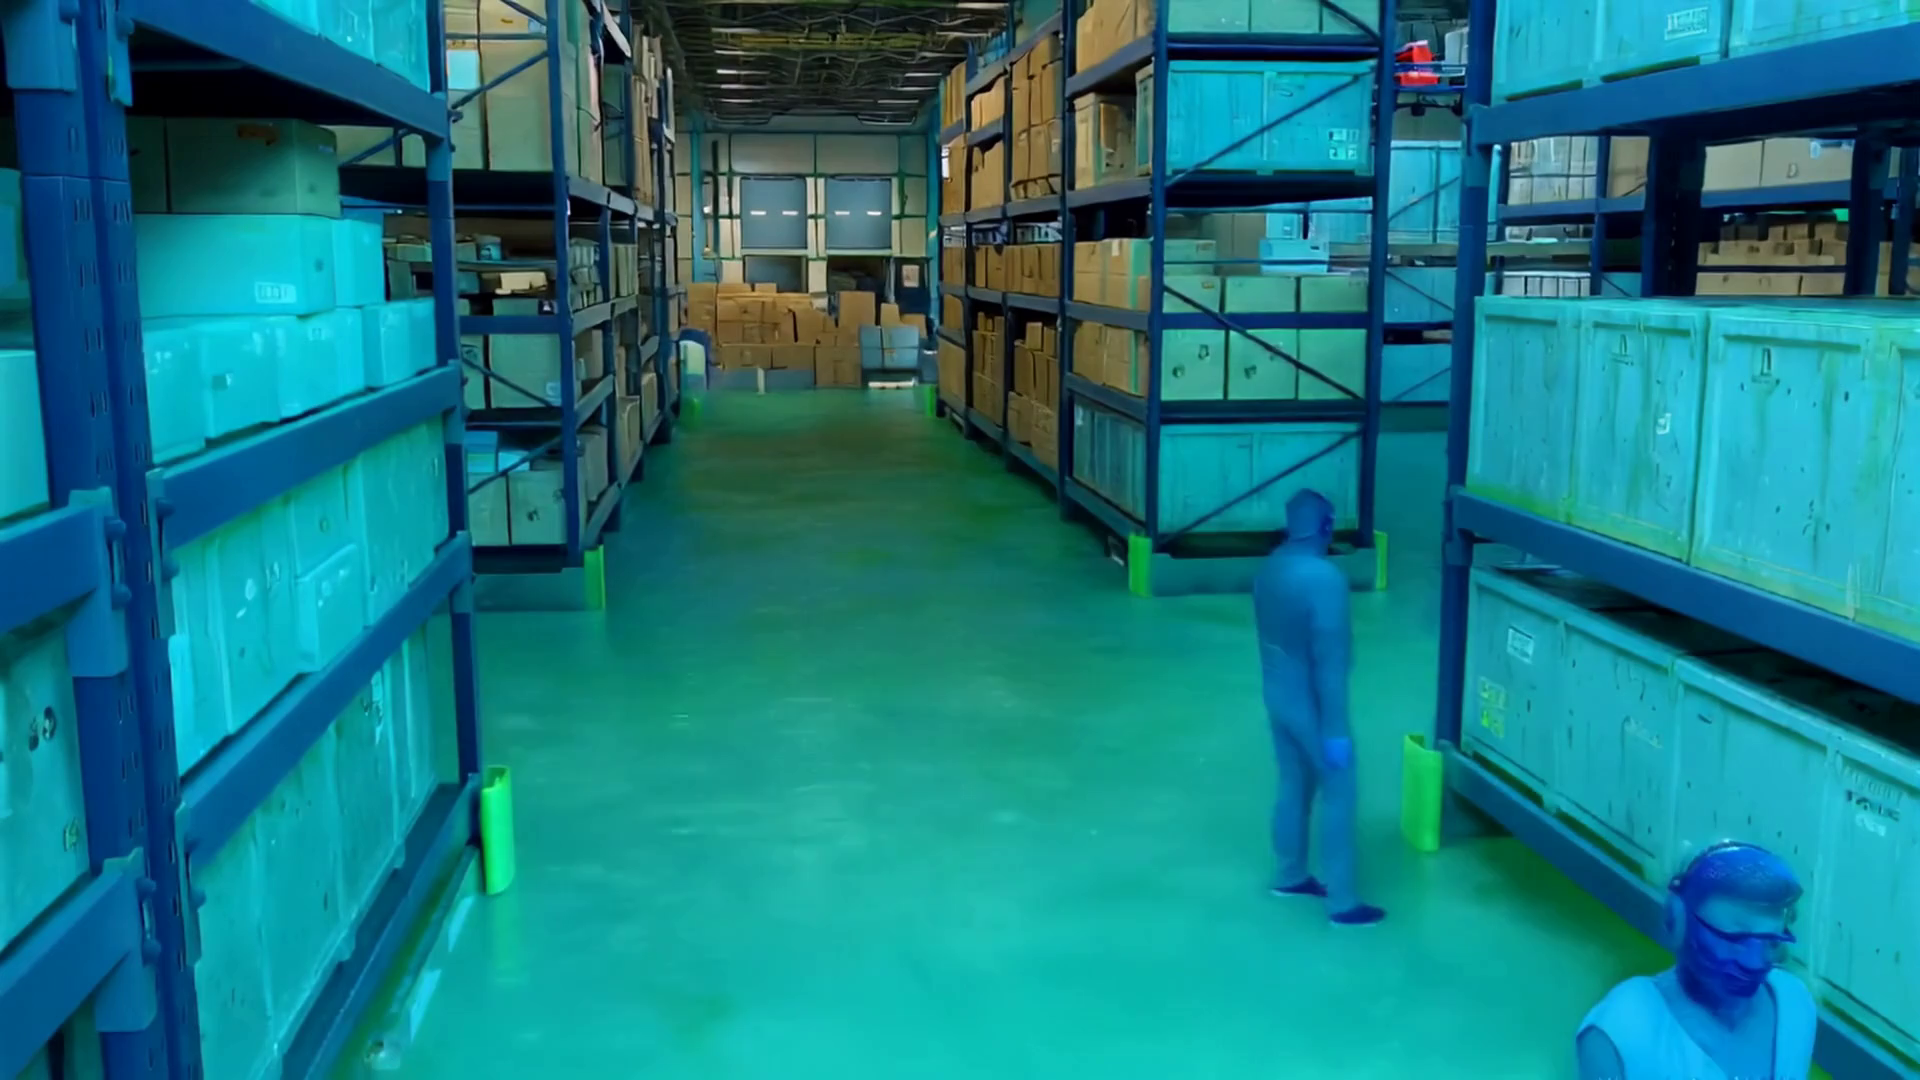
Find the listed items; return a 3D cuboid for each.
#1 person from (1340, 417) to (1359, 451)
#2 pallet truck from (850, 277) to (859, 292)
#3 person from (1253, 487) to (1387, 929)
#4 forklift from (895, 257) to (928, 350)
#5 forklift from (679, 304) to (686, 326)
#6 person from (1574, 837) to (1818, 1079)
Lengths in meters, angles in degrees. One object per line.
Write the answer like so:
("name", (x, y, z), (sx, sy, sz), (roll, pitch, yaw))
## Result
("person", (4.134, -1.072, 18.261), (0.537, 1.692, 0.319), (9, 13, 41))
("pallet truck", (-3.782, -9.391, 65.808), (1.885, 1.965, 0.823), (2, 10, 10))
("person", (1.564, 0.714, 7.292), (0.447, 1.897, 0.658), (-3, 10, -17))
("forklift", (-1.494, -7.211, 50.544), (1.129, 2.768, 1.873), (1, 10, 7))
("forklift", (-10.933, -8.849, 60.085), (1.873, 2.768, 1.129), (0, 10, 0))
("person", (1.372, 1.441, 3.197), (0.564, 1.842, 0.392), (-5, 11, -28))
